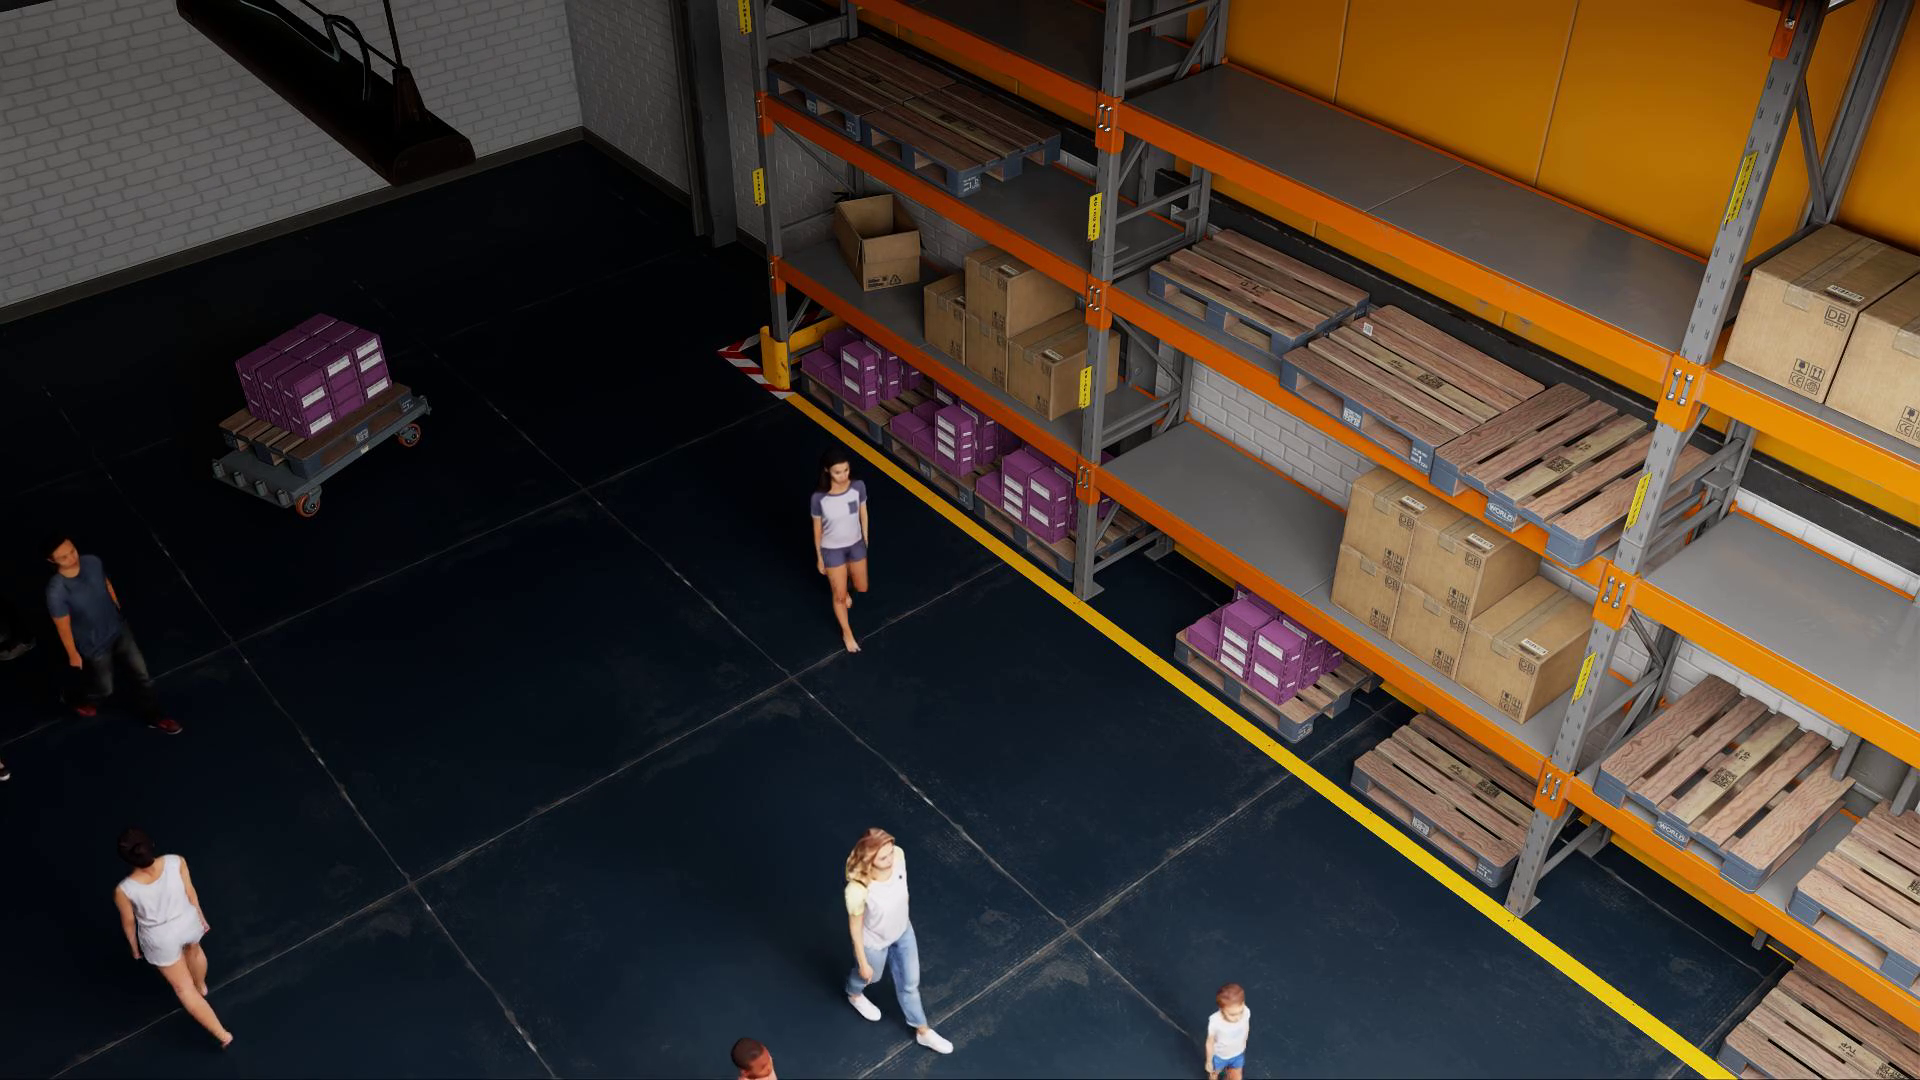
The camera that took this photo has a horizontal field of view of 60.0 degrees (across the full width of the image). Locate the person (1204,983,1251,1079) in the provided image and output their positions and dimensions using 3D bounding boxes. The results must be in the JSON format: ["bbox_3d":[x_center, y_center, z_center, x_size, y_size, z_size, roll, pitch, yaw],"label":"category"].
[{"bbox_3d":[1.453,2.758,9.210,0.495,1.012,0.538,-11,40,-14],"label":"person"}]

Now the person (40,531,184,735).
[{"bbox_3d":[-5.890,0.648,11.234,1.160,1.782,1.010,9,40,11],"label":"person"}]

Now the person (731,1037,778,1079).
[{"bbox_3d":[-1.110,3.001,8.687,0.942,1.284,0.716,18,42,22],"label":"person"}]

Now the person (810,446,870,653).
[{"bbox_3d":[-0.889,0.012,12.079,0.715,1.721,0.873,-16,41,-19],"label":"person"}]

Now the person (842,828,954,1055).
[{"bbox_3d":[-0.514,2.201,9.363,1.050,1.690,0.779,25,45,28],"label":"person"}]

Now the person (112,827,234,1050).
[{"bbox_3d":[-4.417,2.253,9.385,1.035,1.582,0.660,29,47,32],"label":"person"}]
